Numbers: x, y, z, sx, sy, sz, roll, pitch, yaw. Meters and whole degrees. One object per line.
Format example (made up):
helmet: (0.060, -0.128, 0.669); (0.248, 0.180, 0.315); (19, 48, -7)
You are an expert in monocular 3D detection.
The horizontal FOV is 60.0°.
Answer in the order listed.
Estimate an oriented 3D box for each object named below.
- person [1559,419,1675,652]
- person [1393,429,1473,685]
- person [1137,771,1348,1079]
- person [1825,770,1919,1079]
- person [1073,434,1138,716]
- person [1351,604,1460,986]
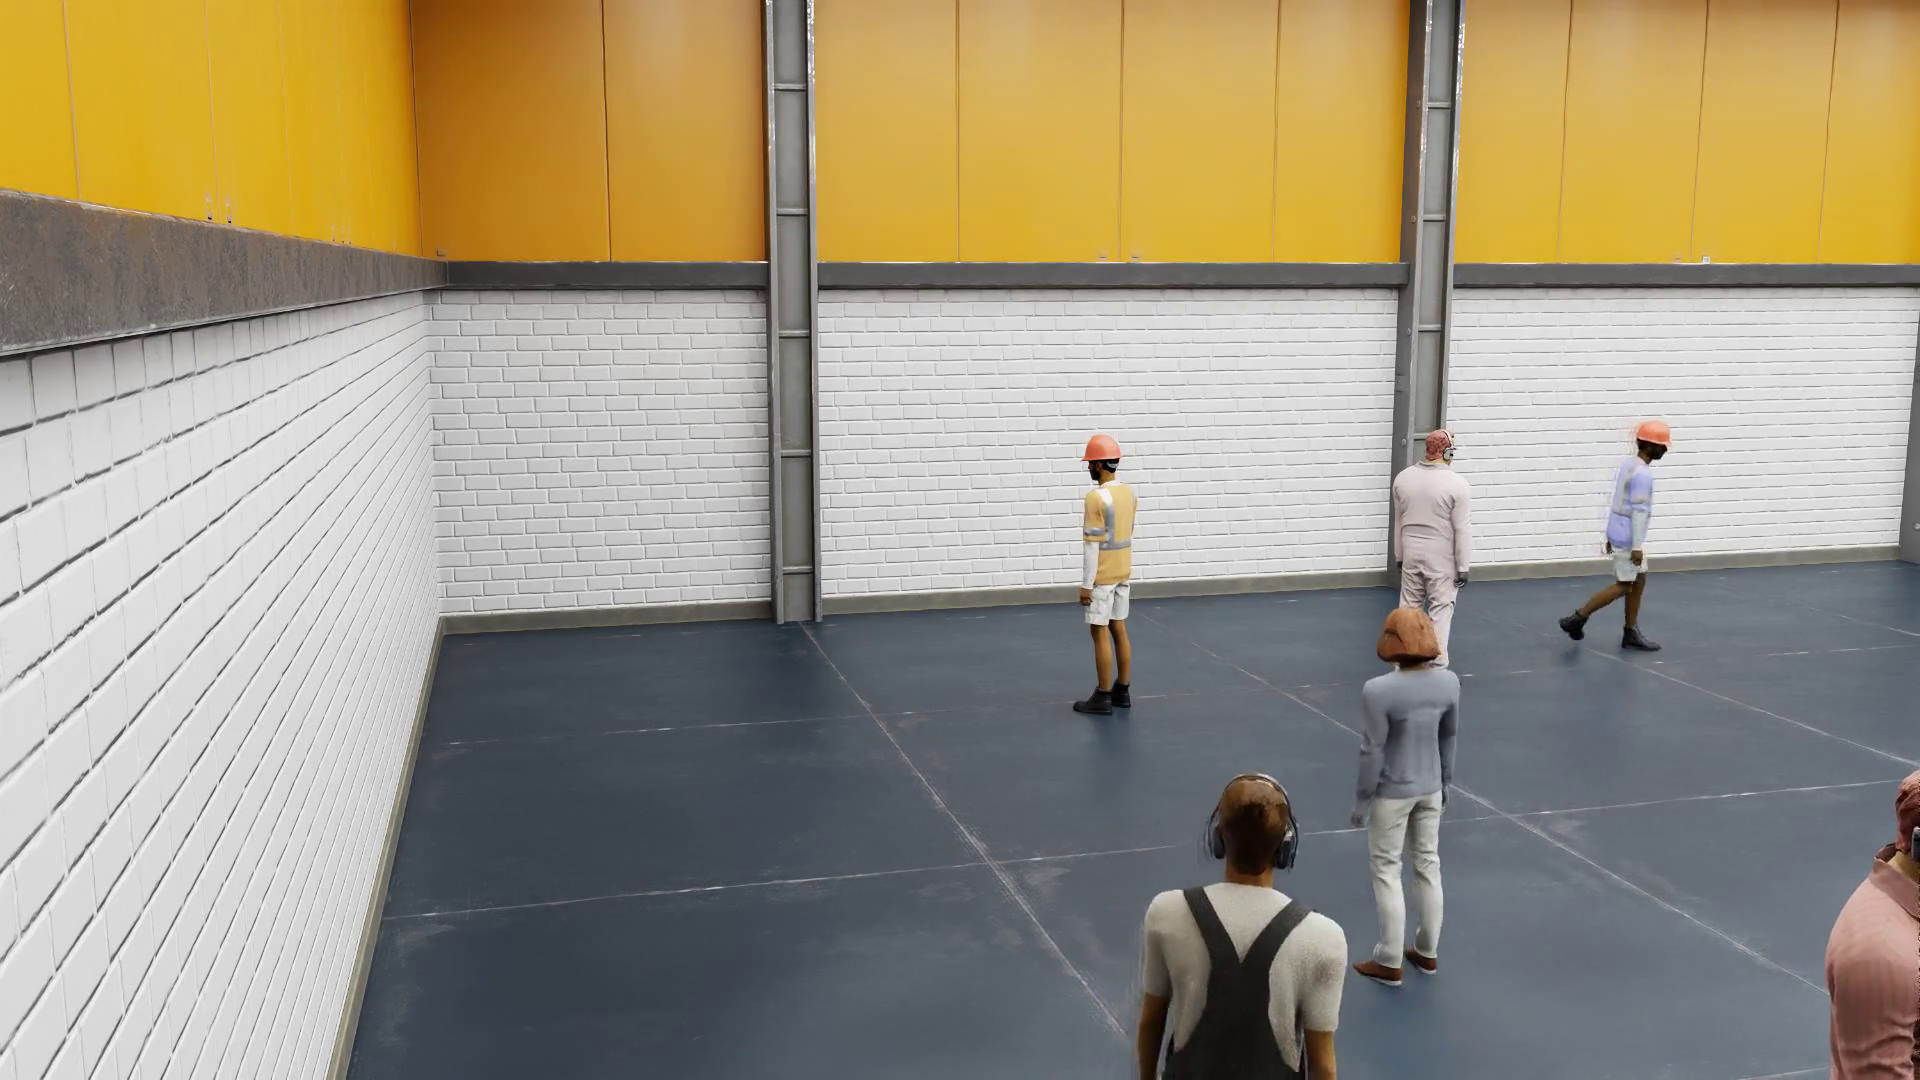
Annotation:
person: (5.263, -0.037, 13.318); (0.762, 1.898, 0.554); (3, 10, 19)
person: (3.480, 0.137, 12.214); (0.401, 1.903, 0.644); (-8, 12, -40)
person: (0.689, 1.472, 4.193); (0.526, 1.802, 0.959); (2, 9, 13)
person: (2.288, 1.458, 3.983); (0.402, 1.901, 0.647); (8, 12, 42)
person: (0.990, 0.237, 11.495); (0.382, 1.932, 0.542); (6, 11, 35)
person: (1.902, 1.084, 7.124); (0.507, 1.633, 0.267); (-4, 10, -24)
